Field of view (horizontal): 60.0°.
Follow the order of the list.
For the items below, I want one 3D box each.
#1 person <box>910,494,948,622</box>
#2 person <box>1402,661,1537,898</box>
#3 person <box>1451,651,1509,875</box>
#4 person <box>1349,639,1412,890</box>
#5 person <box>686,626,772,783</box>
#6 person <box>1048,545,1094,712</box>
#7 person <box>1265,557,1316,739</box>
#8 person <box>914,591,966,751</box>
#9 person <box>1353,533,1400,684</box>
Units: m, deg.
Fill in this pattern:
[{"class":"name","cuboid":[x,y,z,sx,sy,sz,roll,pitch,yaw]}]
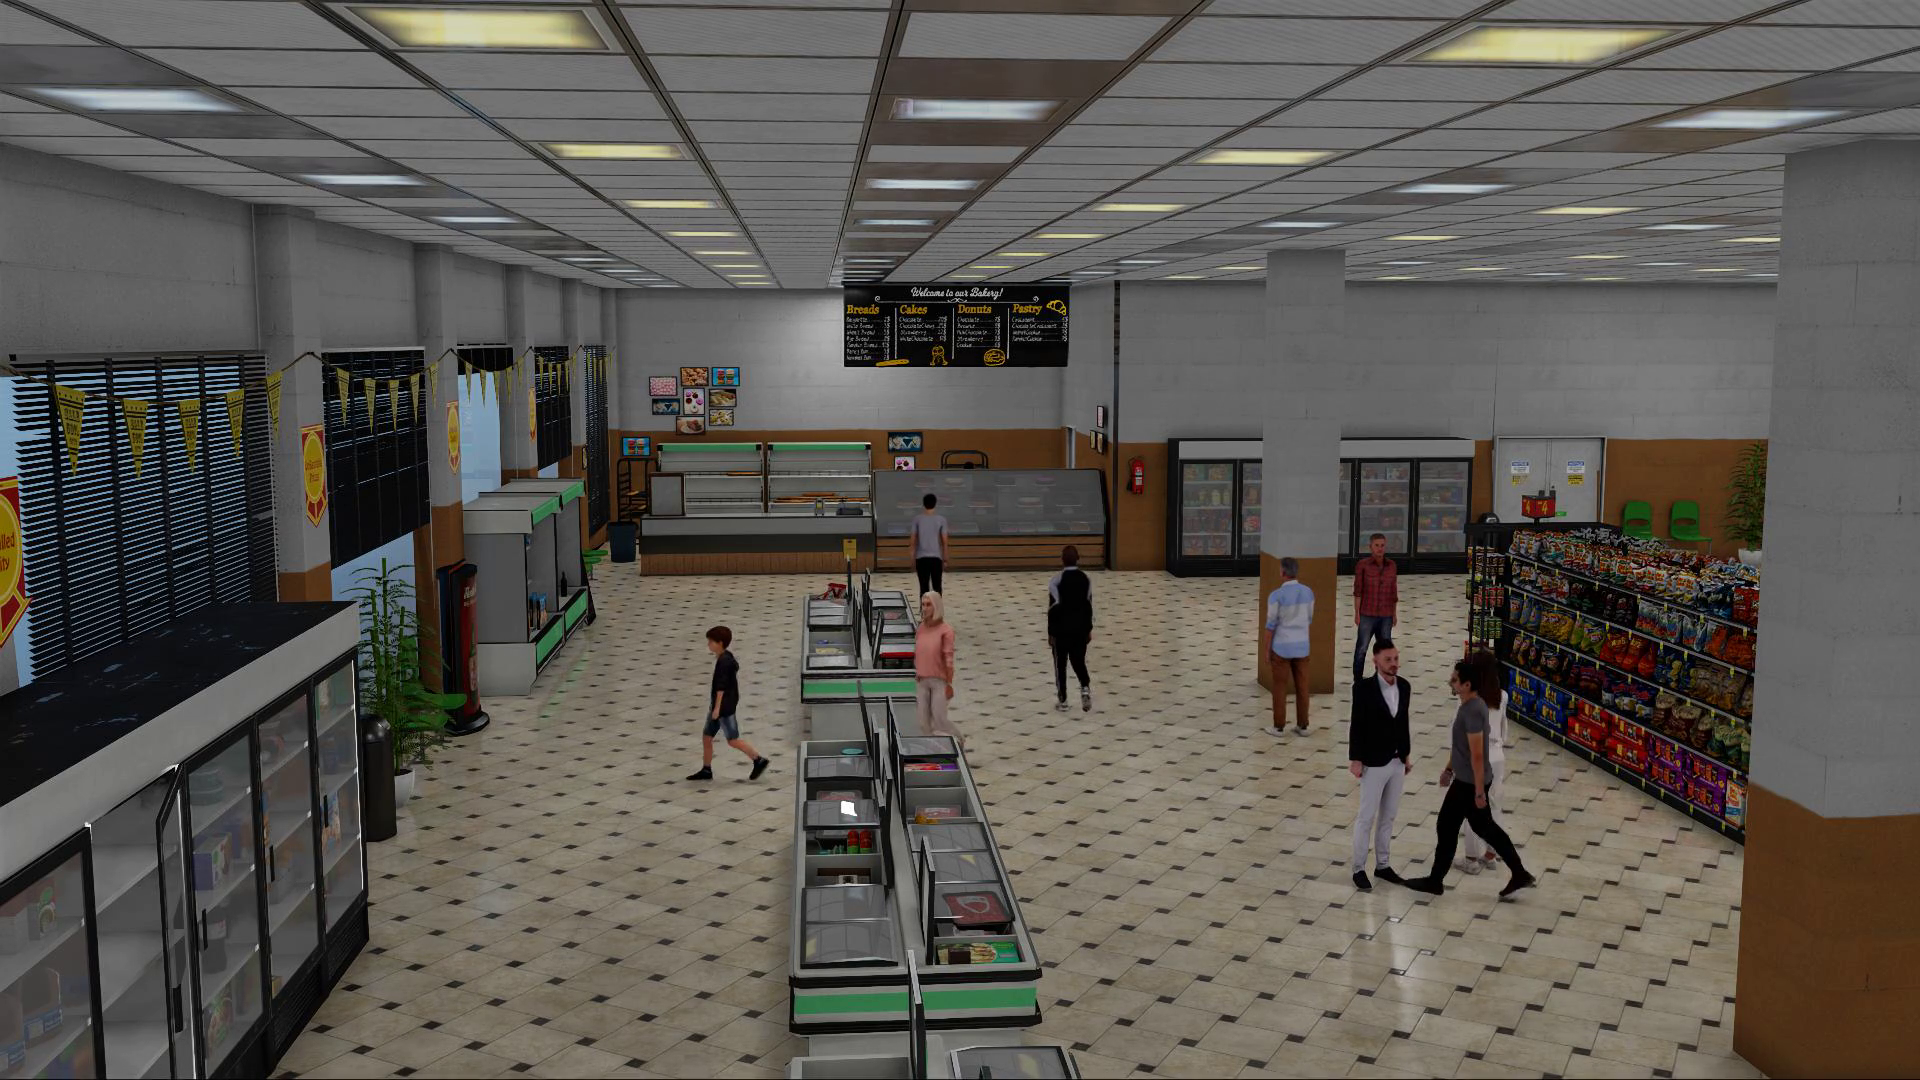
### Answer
[{"class":"person","cuboid":[-0.432,0.296,23.166,0.660,1.853,0.590,-1,7,-5]},{"class":"person","cuboid":[3.733,1.719,11.867,0.983,1.739,1.153,3,8,24]},{"class":"person","cuboid":[3.931,1.662,12.551,0.661,1.688,0.635,-3,8,-23]},{"class":"person","cuboid":[3.099,1.623,12.233,0.718,1.842,0.639,-3,7,-22]},{"class":"person","cuboid":[-2.061,1.507,14.979,0.724,1.413,0.959,-2,7,-18]},{"class":"person","cuboid":[1.198,0.968,17.785,0.770,1.811,0.955,-2,7,-17]},{"class":"person","cuboid":[3.356,1.077,16.813,0.733,1.828,0.672,-2,7,-18]},{"class":"person","cuboid":[-0.187,1.313,15.349,0.902,1.710,0.975,5,9,38]},{"class":"person","cuboid":[4.716,0.824,18.897,0.676,1.830,0.536,-1,7,-6]}]
